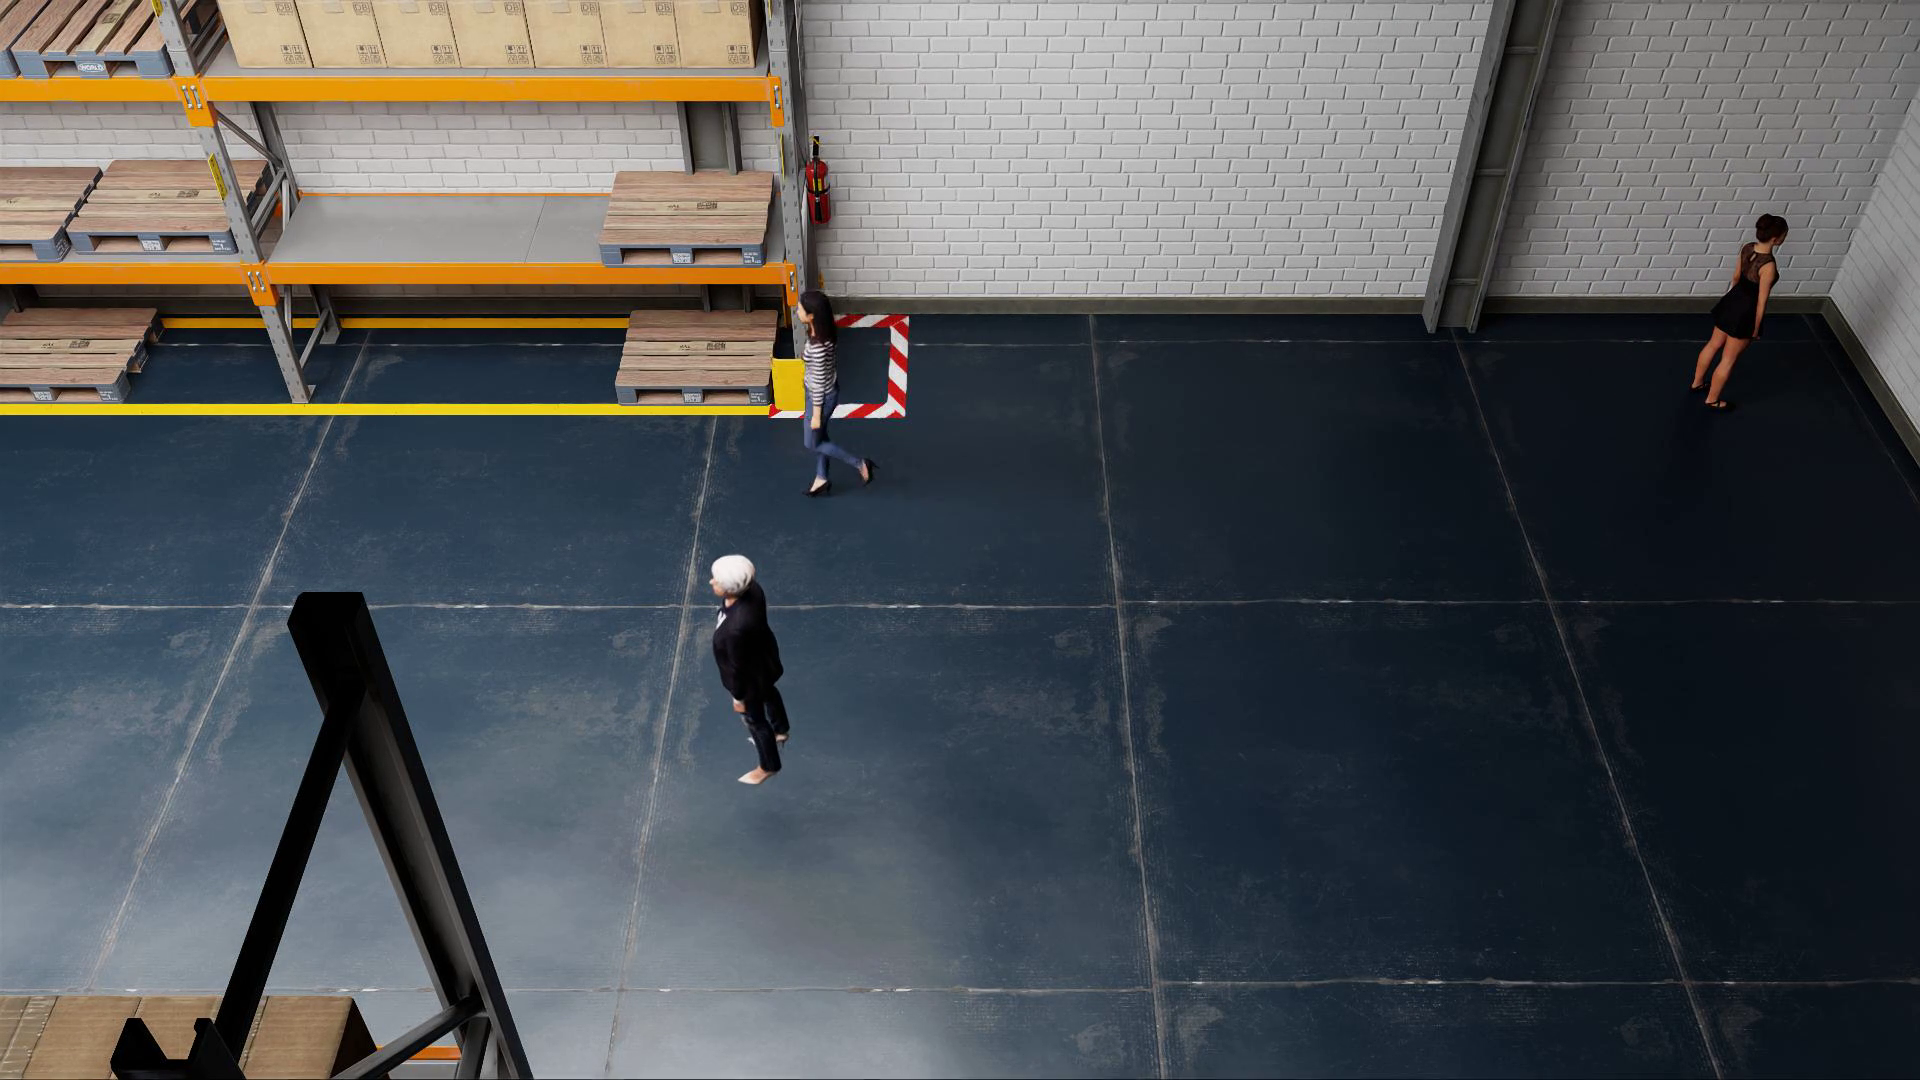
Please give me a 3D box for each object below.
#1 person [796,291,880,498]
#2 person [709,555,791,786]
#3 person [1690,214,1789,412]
[{"bbox_3d":[-0.896,-0.977,11.736,0.778,1.777,0.597,0,44,0],"label":"person"},{"bbox_3d":[-1.154,0.667,9.221,0.616,1.777,0.742,4,44,4],"label":"person"},{"bbox_3d":[5.920,-1.737,12.609,0.604,1.674,0.610,-7,44,-7],"label":"person"}]
